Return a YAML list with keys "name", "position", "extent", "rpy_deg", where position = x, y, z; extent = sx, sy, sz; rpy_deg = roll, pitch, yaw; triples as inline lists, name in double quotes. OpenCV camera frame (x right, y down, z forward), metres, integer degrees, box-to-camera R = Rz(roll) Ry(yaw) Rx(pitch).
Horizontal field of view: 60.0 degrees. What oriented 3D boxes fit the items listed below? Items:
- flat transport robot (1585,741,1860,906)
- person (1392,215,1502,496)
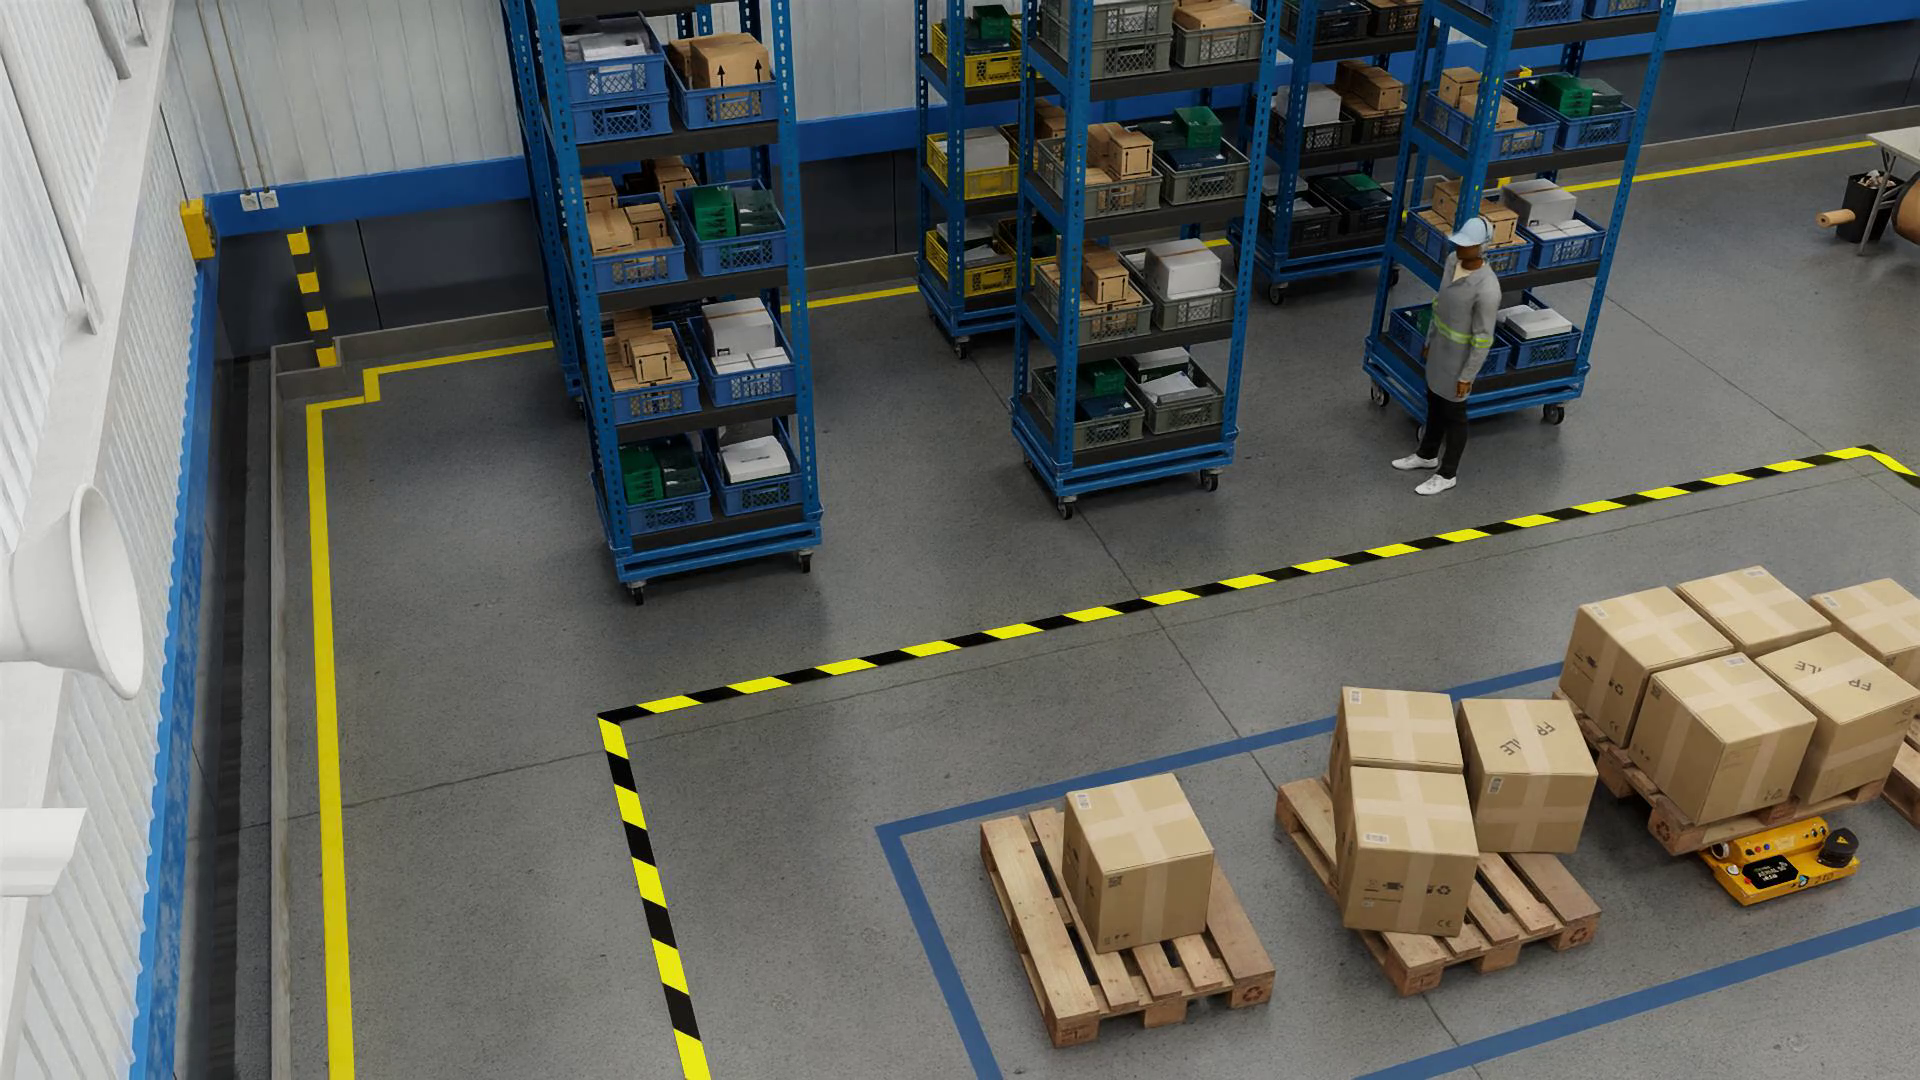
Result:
- name: "flat transport robot"
  position: [3.738, 1.188, 8.347]
  extent: [0.652, 0.197, 1.431]
  rpy_deg: [-11, 37, -15]
- name: "person"
  position: [3.039, -1.145, 10.304]
  extent: [0.366, 1.852, 0.589]
  rpy_deg: [-8, 36, -11]
